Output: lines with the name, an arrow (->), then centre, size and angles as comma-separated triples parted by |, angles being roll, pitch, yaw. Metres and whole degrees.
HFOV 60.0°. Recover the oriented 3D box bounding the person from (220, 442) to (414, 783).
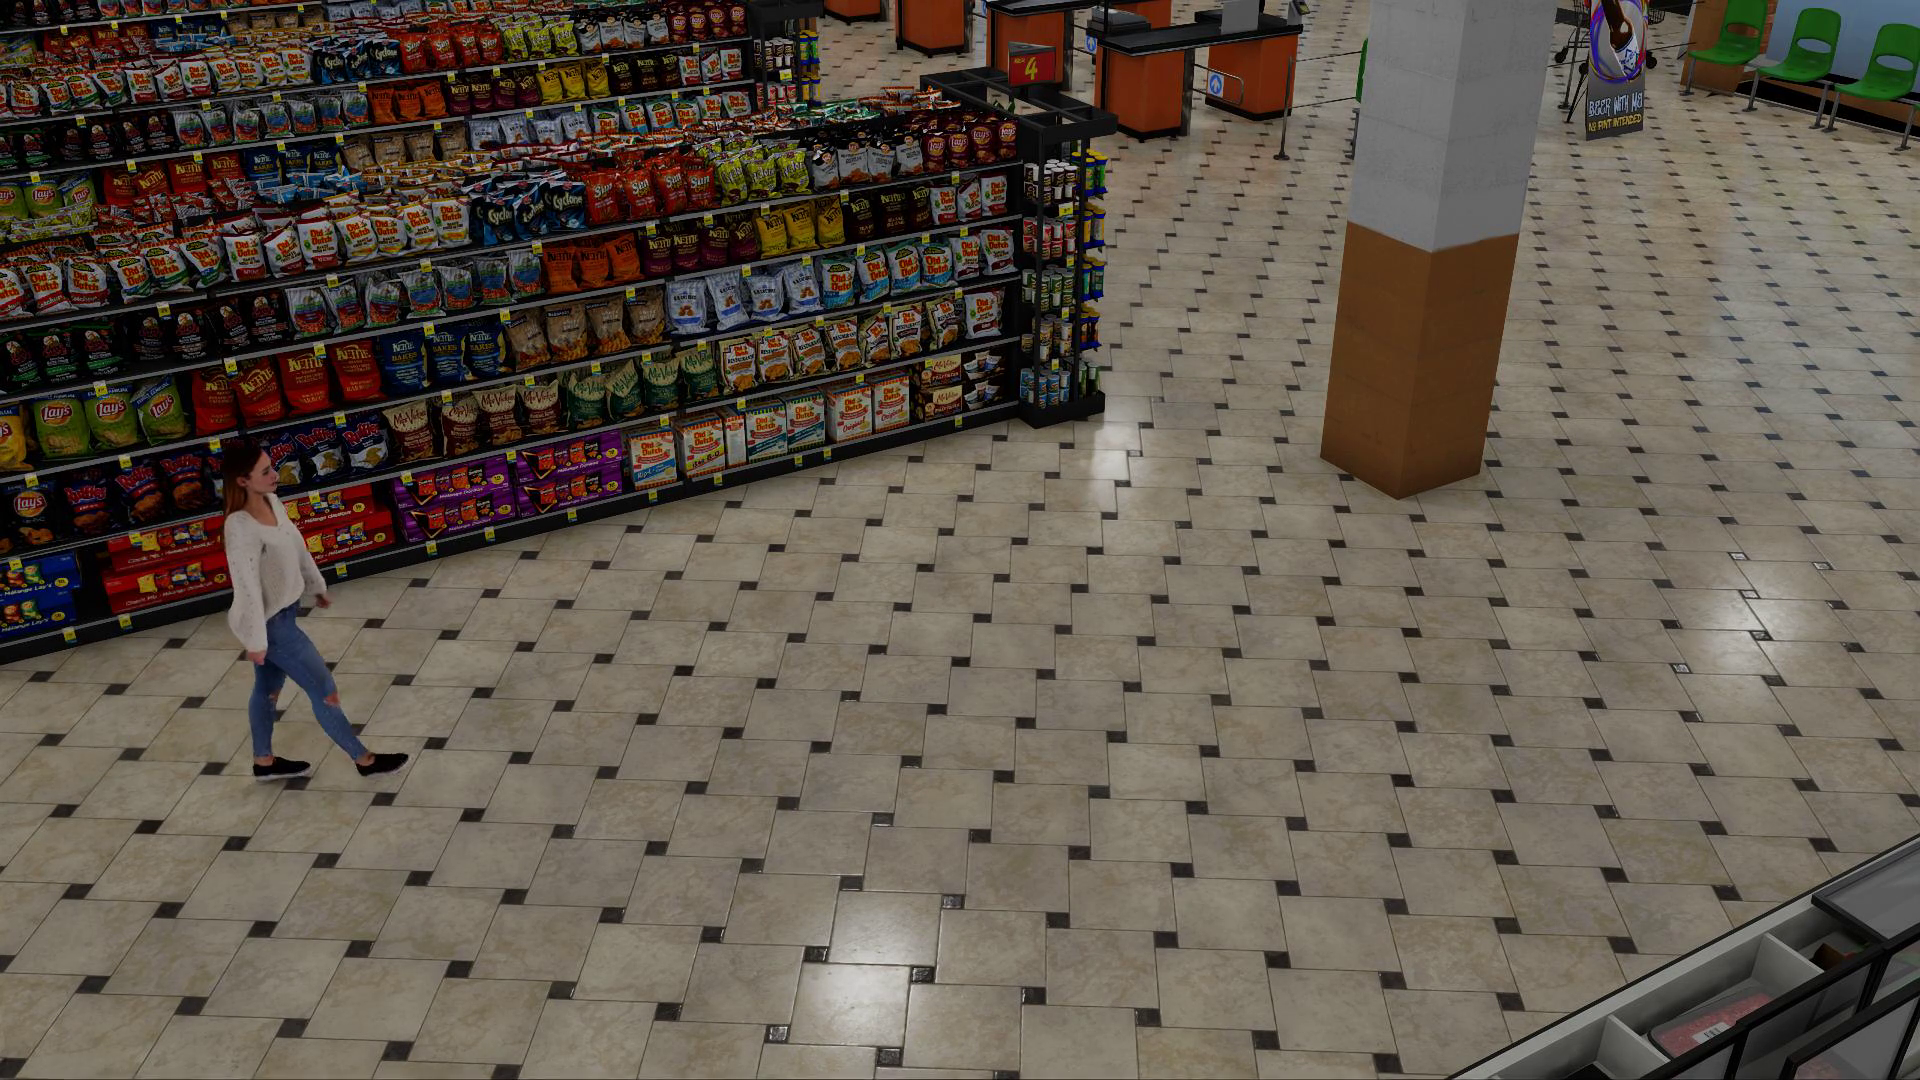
person -> -3.051, 0.366, 7.195 | 1.053, 1.664, 0.863 | -4, 29, -7
